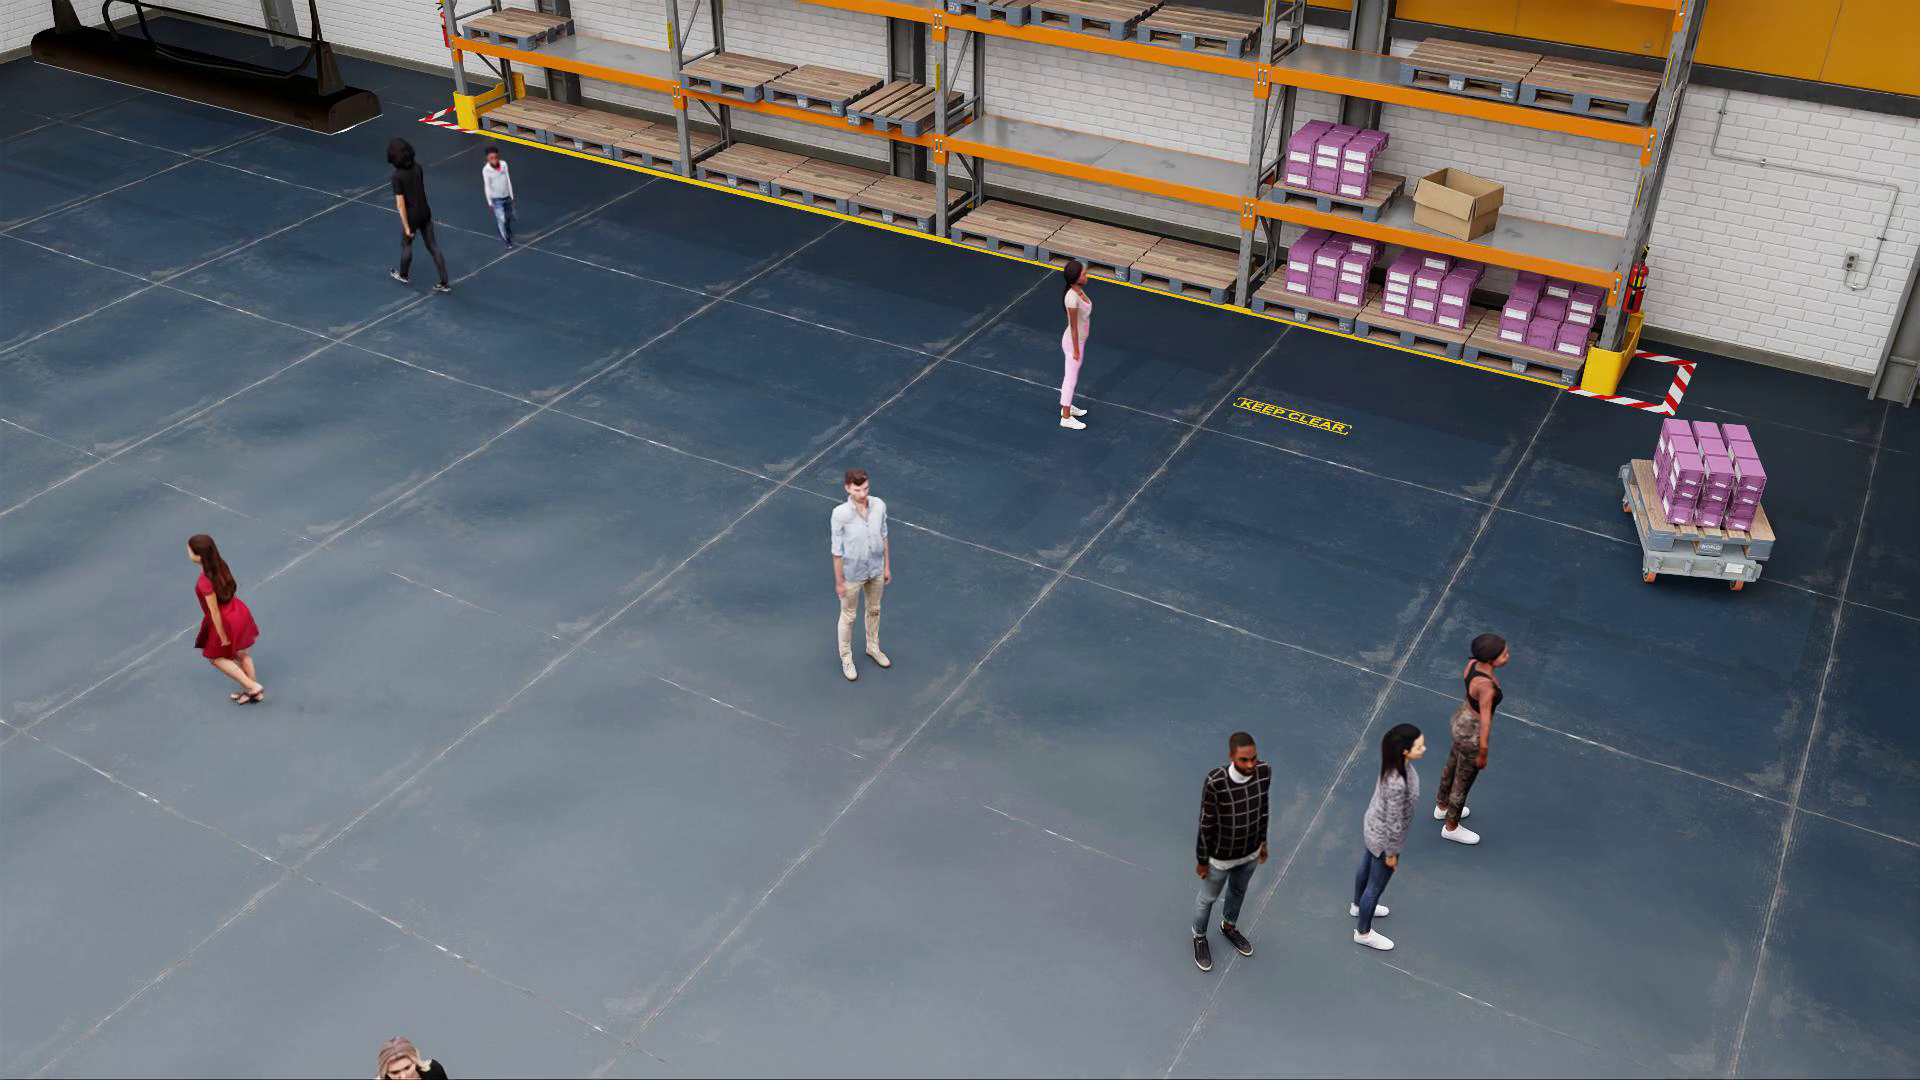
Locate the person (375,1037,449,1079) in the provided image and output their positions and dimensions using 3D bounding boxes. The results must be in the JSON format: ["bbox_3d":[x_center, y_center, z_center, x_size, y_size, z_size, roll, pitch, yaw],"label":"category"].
[{"bbox_3d":[-2.817,3.209,8.745,0.689,1.686,0.666,-23,40,-30],"label":"person"}]

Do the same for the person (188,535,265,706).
[{"bbox_3d":[-5.568,0.623,12.766,0.751,1.541,0.671,3,34,4],"label":"person"}]

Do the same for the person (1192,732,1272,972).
[{"bbox_3d":[1.714,1.927,10.552,0.746,1.821,0.770,-13,36,-19],"label":"person"}]

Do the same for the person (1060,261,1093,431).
[{"bbox_3d":[1.127,-1.949,16.455,0.641,1.741,0.641,3,34,5],"label":"person"}]

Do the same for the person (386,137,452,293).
[{"bbox_3d":[-6.159,-3.677,19.000,1.100,1.802,0.702,22,39,29],"label":"person"}]

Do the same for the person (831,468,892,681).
[{"bbox_3d":[-0.774,0.232,13.078,0.732,1.847,0.718,-18,38,-25],"label":"person"}]

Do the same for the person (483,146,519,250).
[{"bbox_3d":[-5.624,-4.221,20.316,0.646,1.251,0.756,-21,39,-28],"label":"person"}]

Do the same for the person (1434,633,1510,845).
[{"bbox_3d":[3.544,1.346,11.535,0.672,1.700,0.658,1,34,2],"label":"person"}]

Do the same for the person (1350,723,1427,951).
[{"bbox_3d":[2.740,1.867,10.723,0.647,1.732,0.675,5,34,7],"label":"person"}]
